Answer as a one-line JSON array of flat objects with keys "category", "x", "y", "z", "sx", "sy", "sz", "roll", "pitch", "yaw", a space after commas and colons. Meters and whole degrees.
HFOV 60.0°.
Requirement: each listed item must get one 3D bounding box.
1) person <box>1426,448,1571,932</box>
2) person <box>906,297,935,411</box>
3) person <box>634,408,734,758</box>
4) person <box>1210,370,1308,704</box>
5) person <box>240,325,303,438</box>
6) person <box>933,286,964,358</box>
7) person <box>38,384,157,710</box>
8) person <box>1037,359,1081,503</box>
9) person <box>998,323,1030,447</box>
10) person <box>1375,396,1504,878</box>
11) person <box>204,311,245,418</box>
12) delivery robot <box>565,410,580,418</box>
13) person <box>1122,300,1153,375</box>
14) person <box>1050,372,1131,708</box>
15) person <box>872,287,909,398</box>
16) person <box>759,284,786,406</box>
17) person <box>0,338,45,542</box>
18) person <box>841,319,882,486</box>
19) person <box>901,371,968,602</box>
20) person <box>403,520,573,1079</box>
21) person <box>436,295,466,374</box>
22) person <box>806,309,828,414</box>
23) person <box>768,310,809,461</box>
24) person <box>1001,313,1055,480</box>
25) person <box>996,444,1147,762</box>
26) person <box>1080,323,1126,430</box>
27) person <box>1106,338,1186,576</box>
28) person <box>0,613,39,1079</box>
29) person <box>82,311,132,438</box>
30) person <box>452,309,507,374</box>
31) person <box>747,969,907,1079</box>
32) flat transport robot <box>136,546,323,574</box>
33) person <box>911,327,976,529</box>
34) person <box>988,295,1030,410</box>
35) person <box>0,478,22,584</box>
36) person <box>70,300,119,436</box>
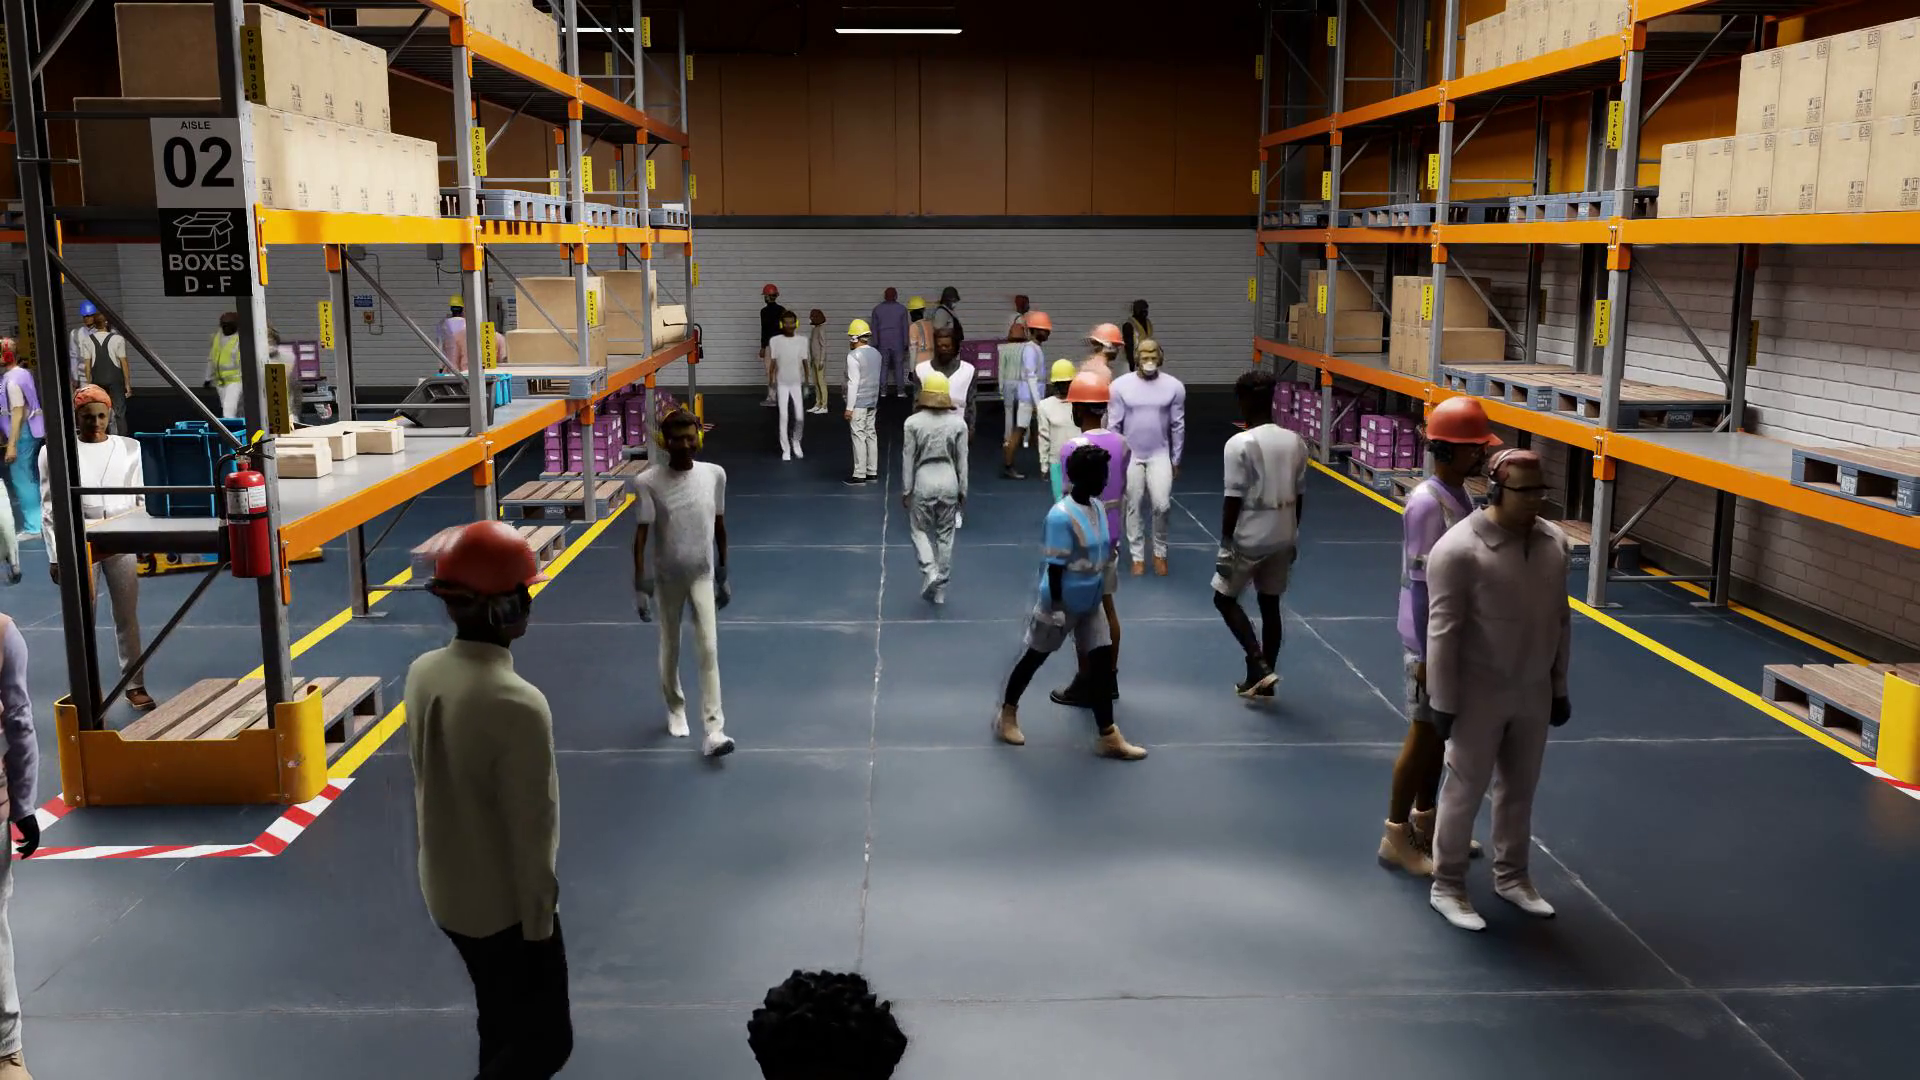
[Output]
[{"category": "person", "x": 2.124, "y": 0.583, "z": 6.512, "sx": 0.651, "sy": 1.899, "sz": 0.399, "roll": -5, "pitch": 11, "yaw": -25}, {"category": "person", "x": -0.566, "y": -2.443, "z": 23.339, "sx": 0.438, "sy": 1.912, "sz": 0.584, "roll": 5, "pitch": 11, "yaw": 26}, {"category": "person", "x": -1.441, "y": 0.223, "z": 8.718, "sx": 0.558, "sy": 1.815, "sz": 0.978, "roll": -4, "pitch": 11, "yaw": -20}, {"category": "person", "x": 1.722, "y": -0.007, "z": 9.647, "sx": 0.652, "sy": 1.943, "sz": 0.430, "roll": -7, "pitch": 12, "yaw": -33}, {"category": "person", "x": -6.724, "y": -1.184, "z": 16.417, "sx": 0.867, "sy": 1.872, "sz": 0.683, "roll": 9, "pitch": 13, "yaw": 40}, {"category": "person", "x": -0.299, "y": -3.117, "z": 26.709, "sx": 0.860, "sy": 2.000, "sz": 0.707, "roll": 1, "pitch": 10, "yaw": 5}, {"category": "person", "x": -4.872, "y": 0.060, "z": 9.443, "sx": 0.573, "sy": 1.887, "sz": 0.356, "roll": -8, "pitch": 13, "yaw": -39}, {"category": "person", "x": 0.932, "y": -0.643, "z": 13.768, "sx": 0.573, "sy": 1.729, "sz": 0.633, "roll": 3, "pitch": 11, "yaw": 15}, {"category": "person", "x": 0.744, "y": -2.015, "z": 21.735, "sx": 0.494, "sy": 1.624, "sz": 0.285, "roll": -2, "pitch": 10, "yaw": -8}, {"category": "person", "x": 2.042, "y": 0.411, "z": 7.099, "sx": 0.464, "sy": 2.044, "sz": 0.625, "roll": 5, "pitch": 12, "yaw": 28}, {"category": "person", "x": -9.399, "y": -2.071, "z": 21.574, "sx": 0.692, "sy": 1.798, "sz": 0.853, "roll": 4, "pitch": 11, "yaw": 21}, {"category": "delivery robot", "x": -5.498, "y": -1.867, "z": 23.624, "sx": 0.477, "sy": 0.478, "sz": 0.707, "roll": 2, "pitch": 10, "yaw": 10}, {"category": "person", "x": 2.764, "y": -2.684, "z": 24.970, "sx": 0.642, "sy": 1.799, "sz": 0.896, "roll": -9, "pitch": 14, "yaw": -42}, {"category": "person", "x": 0.735, "y": -0.001, "z": 9.637, "sx": 0.359, "sy": 1.936, "sz": 0.552, "roll": 9, "pitch": 14, "yaw": 41}, {"category": "person", "x": -1.186, "y": -3.393, "z": 28.625, "sx": 0.642, "sy": 1.909, "sz": 0.399, "roll": 2, "pitch": 10, "yaw": 8}, {"category": "person", "x": -3.078, "y": -3.184, "z": 27.211, "sx": 0.385, "sy": 1.993, "sz": 0.623, "roll": 6, "pitch": 12, "yaw": 29}, {"category": "person", "x": -8.424, "y": -0.895, "z": 14.946, "sx": 0.395, "sy": 1.830, "sz": 0.623, "roll": -5, "pitch": 11, "yaw": -26}, {"category": "person", "x": -1.103, "y": -1.515, "z": 18.368, "sx": 0.404, "sy": 1.830, "sz": 0.603, "roll": 5, "pitch": 11, "yaw": 28}, {"category": "person", "x": -0.184, "y": -0.381, "z": 12.314, "sx": 0.508, "sy": 1.729, "sz": 0.403, "roll": -2, "pitch": 10, "yaw": -11}, {"category": "person", "x": -1.272, "y": 0.933, "z": 4.335, "sx": 0.623, "sy": 1.975, "sz": 0.692, "roll": 9, "pitch": 14, "yaw": 41}, {"category": "person", "x": -7.154, "y": -2.533, "z": 23.774, "sx": 0.594, "sy": 1.926, "sz": 0.366, "roll": -3, "pitch": 10, "yaw": -14}, {"category": "person", "x": -2.235, "y": -2.799, "z": 26.076, "sx": 0.278, "sy": 1.633, "sz": 0.507, "roll": -5, "pitch": 11, "yaw": -24}, {"category": "person", "x": -2.107, "y": -1.887, "z": 20.400, "sx": 0.525, "sy": 1.854, "sz": 0.419, "roll": -2, "pitch": 10, "yaw": -11}, {"category": "person", "x": 0.911, "y": -1.592, "z": 18.642, "sx": 0.991, "sy": 1.883, "sz": 0.578, "roll": 3, "pitch": 11, "yaw": 14}, {"category": "person", "x": 0.557, "y": 0.308, "z": 8.735, "sx": 0.884, "sy": 1.647, "sz": 0.557, "roll": 8, "pitch": 13, "yaw": 37}, {"category": "person", "x": 1.170, "y": -0.916, "z": 14.625, "sx": 0.556, "sy": 1.972, "sz": 0.625, "roll": -3, "pitch": 11, "yaw": -15}, {"category": "person", "x": 1.476, "y": -0.645, "z": 13.297, "sx": 0.637, "sy": 1.919, "sz": 0.528, "roll": 1, "pitch": 10, "yaw": 5}, {"category": "person", "x": -3.167, "y": 0.861, "z": 5.109, "sx": 0.622, "sy": 1.844, "sz": 0.429, "roll": -6, "pitch": 12, "yaw": -31}, {"category": "person", "x": -10.540, "y": -1.917, "z": 20.589, "sx": 0.506, "sy": 1.839, "sz": 0.343, "roll": -2, "pitch": 10, "yaw": -13}, {"category": "person", "x": -5.939, "y": -1.946, "z": 20.673, "sx": 0.679, "sy": 1.865, "sz": 0.733, "roll": -1, "pitch": 10, "yaw": -4}, {"category": "person", "x": -0.193, "y": 1.417, "z": 2.427, "sx": 0.538, "sy": 1.693, "sz": 0.318, "roll": 3, "pitch": 11, "yaw": 15}, {"category": "flat transport robot", "x": -6.132, "y": 0.070, "z": 13.888, "sx": 1.431, "sy": 0.197, "sz": 0.652, "roll": -6, "pitch": 12, "yaw": -30}, {"category": "person", "x": -0.153, "y": -1.004, "z": 15.319, "sx": 0.602, "sy": 1.900, "sz": 0.459, "roll": 0, "pitch": 10, "yaw": 1}, {"category": "person", "x": 0.902, "y": -2.976, "z": 26.479, "sx": 0.909, "sy": 1.852, "sz": 0.574, "roll": -2, "pitch": 10, "yaw": -13}, {"category": "person", "x": -5.830, "y": 0.155, "z": 9.712, "sx": 0.525, "sy": 1.601, "sz": 0.826, "roll": 1, "pitch": 10, "yaw": 3}, {"category": "person", "x": -10.895, "y": -2.047, "z": 21.007, "sx": 0.605, "sy": 1.948, "sz": 0.404, "roll": -1, "pitch": 10, "yaw": -7}]
